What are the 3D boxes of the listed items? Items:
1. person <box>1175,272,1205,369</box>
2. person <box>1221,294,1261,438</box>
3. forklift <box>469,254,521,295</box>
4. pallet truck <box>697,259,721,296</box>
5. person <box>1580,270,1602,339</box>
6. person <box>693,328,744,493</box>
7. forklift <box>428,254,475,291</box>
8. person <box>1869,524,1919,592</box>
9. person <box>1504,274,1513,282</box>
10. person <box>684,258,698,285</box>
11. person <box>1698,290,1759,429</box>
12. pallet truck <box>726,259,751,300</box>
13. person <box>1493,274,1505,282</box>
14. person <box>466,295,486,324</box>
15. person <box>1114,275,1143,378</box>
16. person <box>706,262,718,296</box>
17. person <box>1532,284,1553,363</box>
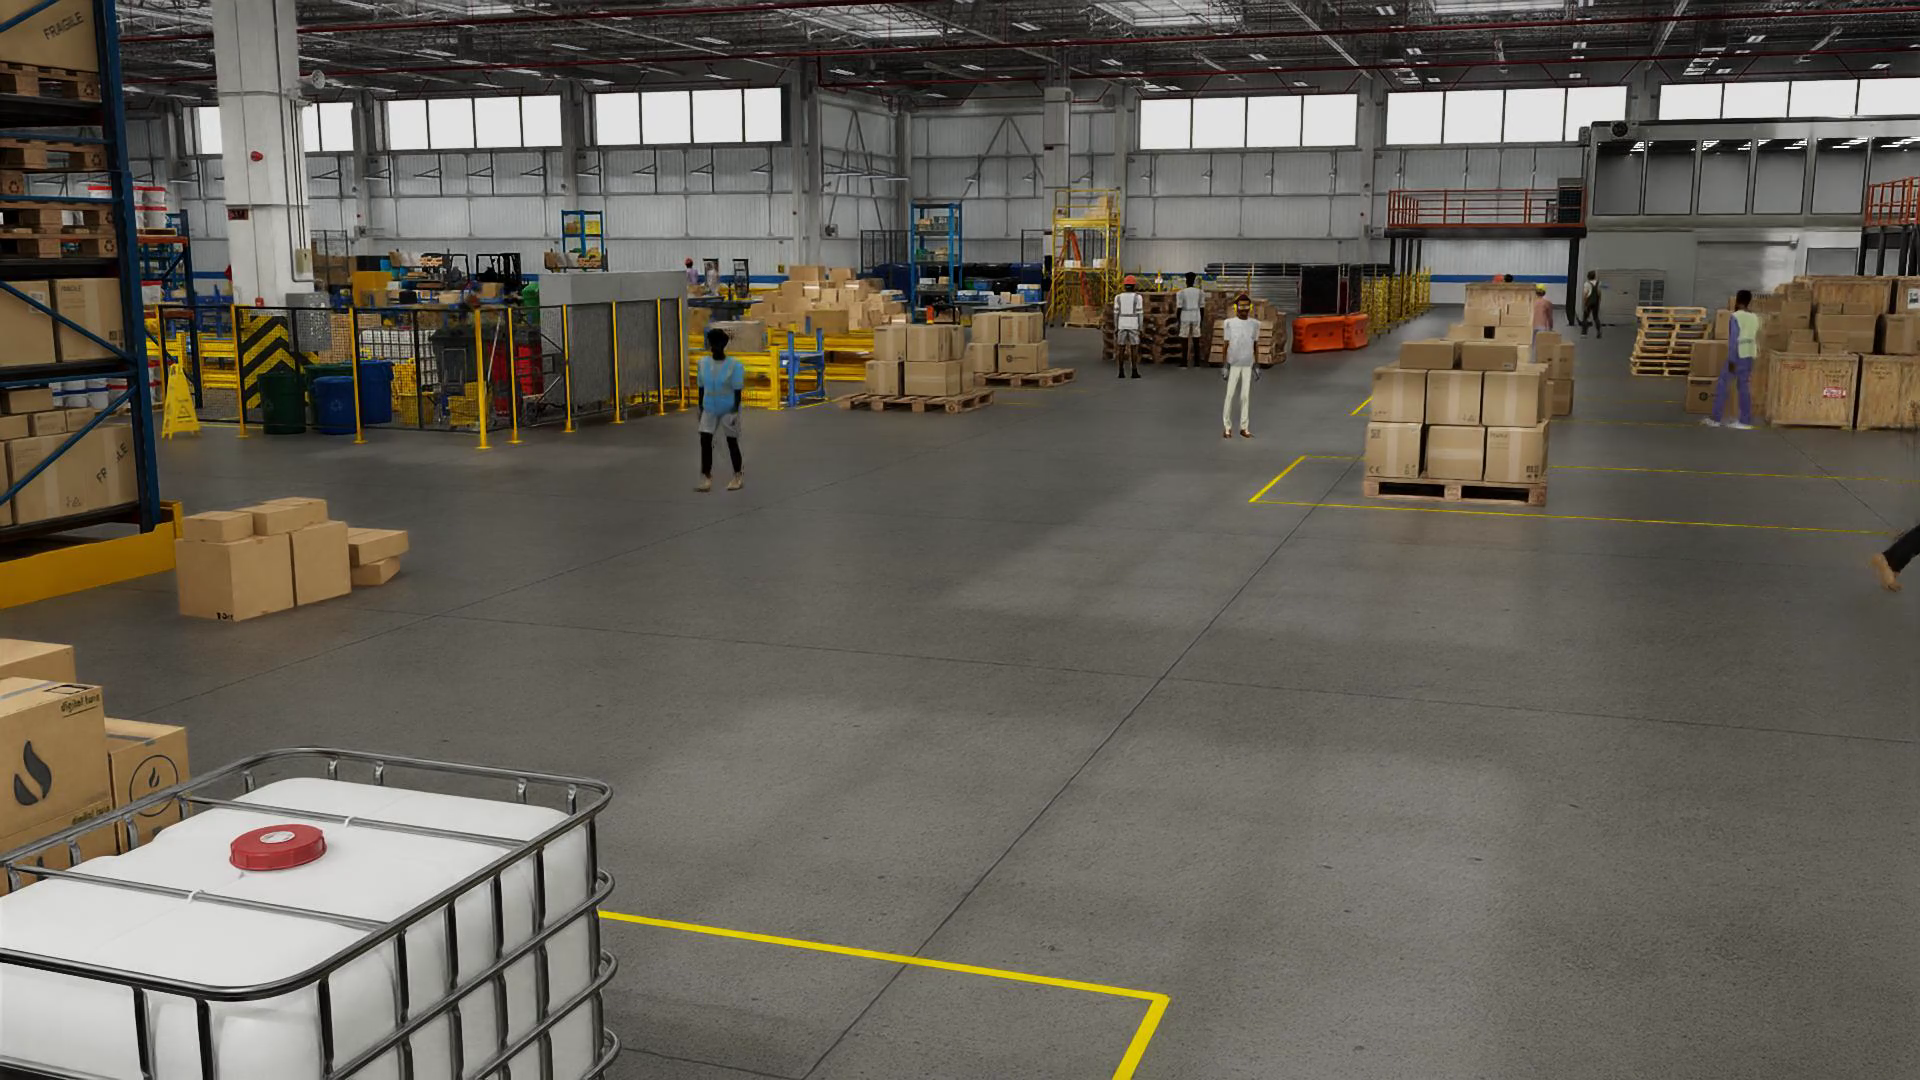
[{"bbox_3d":[4.649,-4.443,33.665,0.608,1.966,0.371,-2,10,-11],"label":"person"},{"bbox_3d":[3.654,-2.253,21.604,0.520,1.874,0.332,-1,10,-6],"label":"person"},{"bbox_3d":[-17.990,-10.121,64.684,1.157,1.987,2.680,3,11,17],"label":"forklift"},{"bbox_3d":[-9.165,-9.627,62.776,0.823,1.965,1.885,4,11,23],"label":"pallet truck"},{"bbox_3d":[16.947,-6.312,44.585,0.541,1.848,0.527,-1,10,-6],"label":"person"},{"bbox_3d":[-2.444,-1.291,16.736,0.557,1.657,0.817,3,11,17],"label":"person"},{"bbox_3d":[-20.133,-10.254,65.465,1.157,1.987,2.680,3,11,19],"label":"forklift"},{"bbox_3d":[7.025,-0.593,11.774,0.896,2.000,0.687,4,11,19],"label":"person"},{"bbox_3d":[11.987,-4.900,36.525,0.533,1.866,0.315,-1,10,-5],"label":"person"},{"bbox_3d":[-9.367,-8.734,57.657,0.403,2.035,0.603,8,13,38],"label":"person"},{"bbox_3d":[10.602,-2.475,22.818,0.621,1.881,0.810,-6,12,-32],"label":"person"},{"bbox_3d":[-7.986,-9.493,62.019,0.823,1.965,1.885,3,11,17],"label":"pallet truck"},{"bbox_3d":[11.010,-4.496,34.107,0.550,1.914,0.411,2,10,9],"label":"person"},{"bbox_3d":[-8.809,-3.633,30.153,0.708,1.605,0.520,3,11,17],"label":"person"},{"bbox_3d":[3.179,-4.007,31.293,0.551,1.935,0.372,4,11,19],"label":"person"},{"bbox_3d":[-9.034,-9.124,60.327,0.771,1.866,0.653,-1,10,-8],"label":"person"},{"bbox_3d":[11.540,-4.231,33.177,0.547,1.716,0.922,5,11,27],"label":"person"}]
